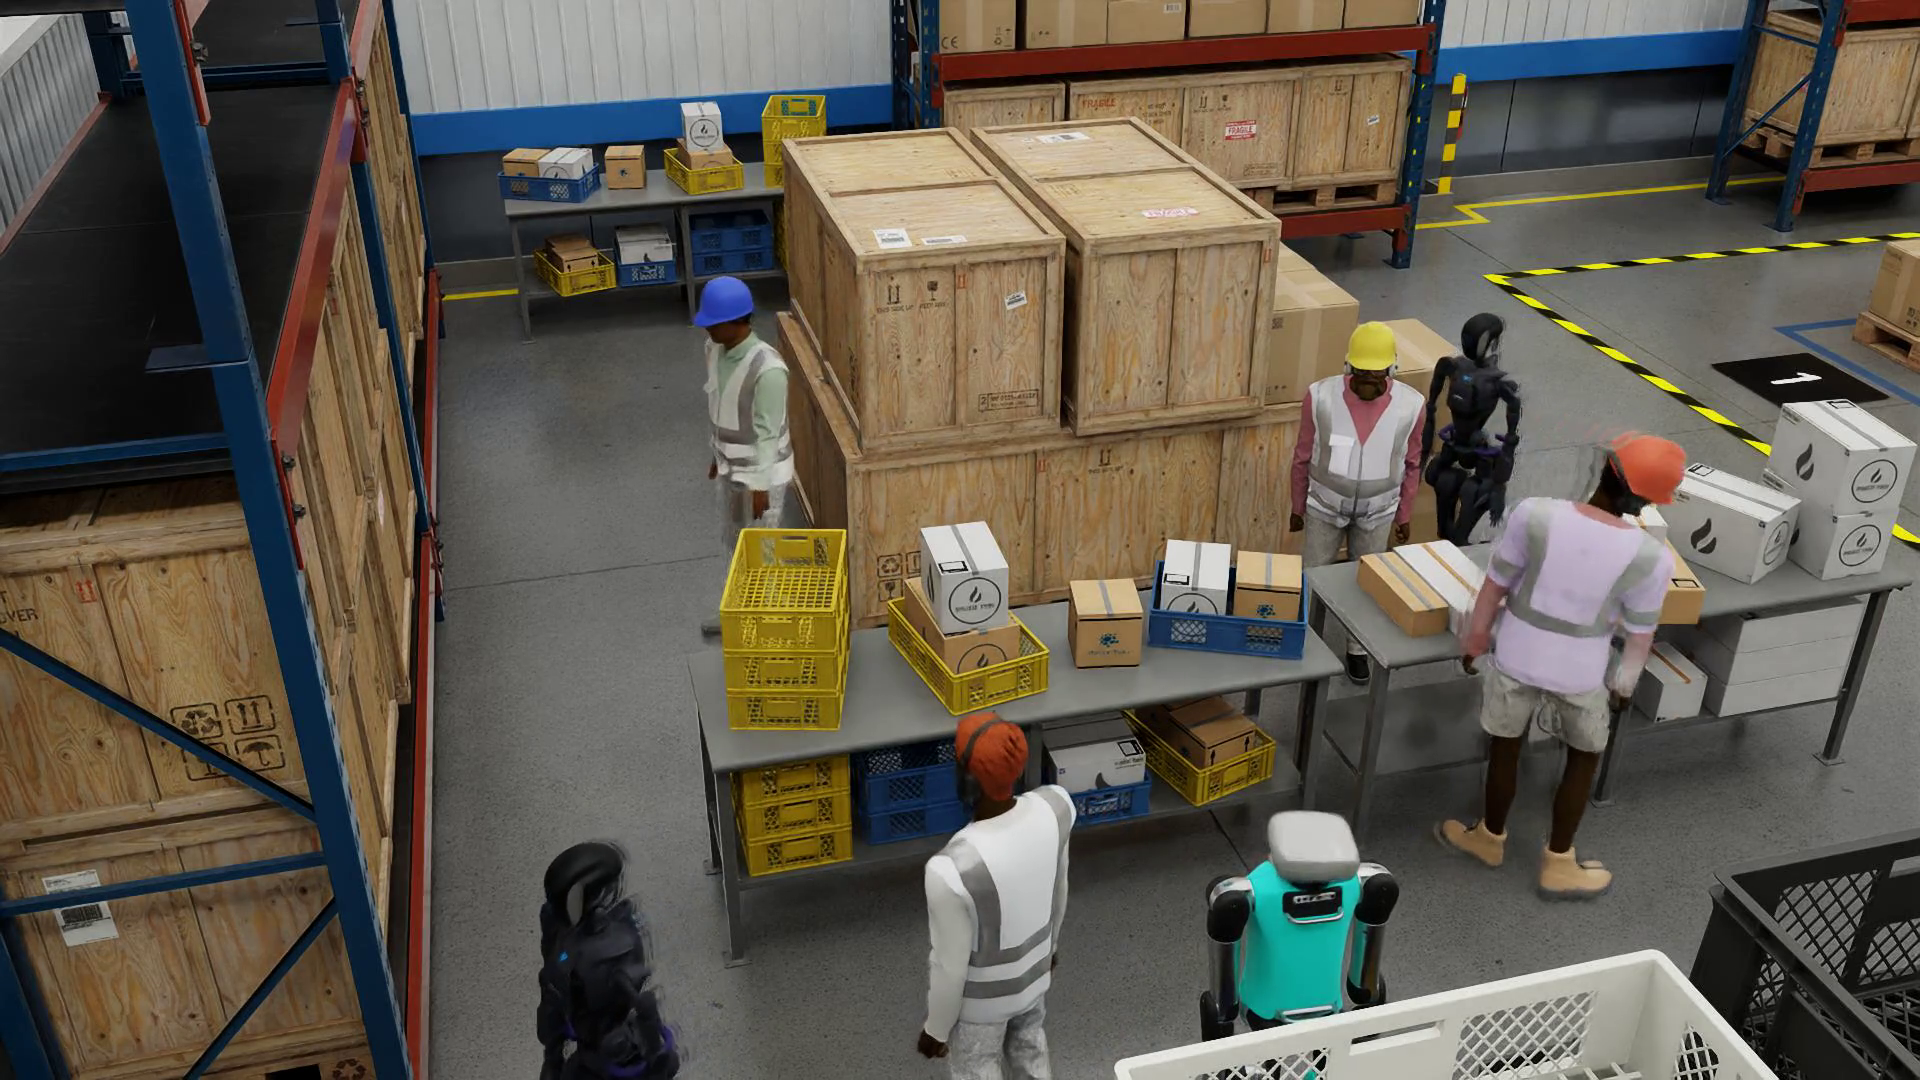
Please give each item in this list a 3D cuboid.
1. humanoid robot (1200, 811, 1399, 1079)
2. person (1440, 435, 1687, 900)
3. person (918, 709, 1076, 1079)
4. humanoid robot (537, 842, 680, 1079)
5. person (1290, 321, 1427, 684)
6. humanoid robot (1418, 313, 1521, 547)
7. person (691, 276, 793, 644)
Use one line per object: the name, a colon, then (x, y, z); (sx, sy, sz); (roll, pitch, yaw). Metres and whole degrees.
humanoid robot: (0.966, 1.602, 4.580); (0.530, 1.694, 0.738); (-5, 29, -9)
person: (2.315, 0.495, 6.452); (0.711, 1.987, 0.393); (11, 31, 19)
person: (0.103, 1.328, 5.031); (0.338, 1.882, 0.582); (25, 37, 37)
humanoid robot: (-0.963, 1.560, 4.827); (0.604, 1.649, 0.418); (25, 38, 38)
person: (1.833, -0.160, 7.784); (0.587, 1.834, 0.403); (4, 29, 8)
humanoid robot: (2.602, -0.386, 8.392); (0.722, 1.630, 0.585); (-21, 35, -33)
person: (-1.050, -0.358, 8.046); (0.447, 1.939, 0.619); (-23, 36, -36)
